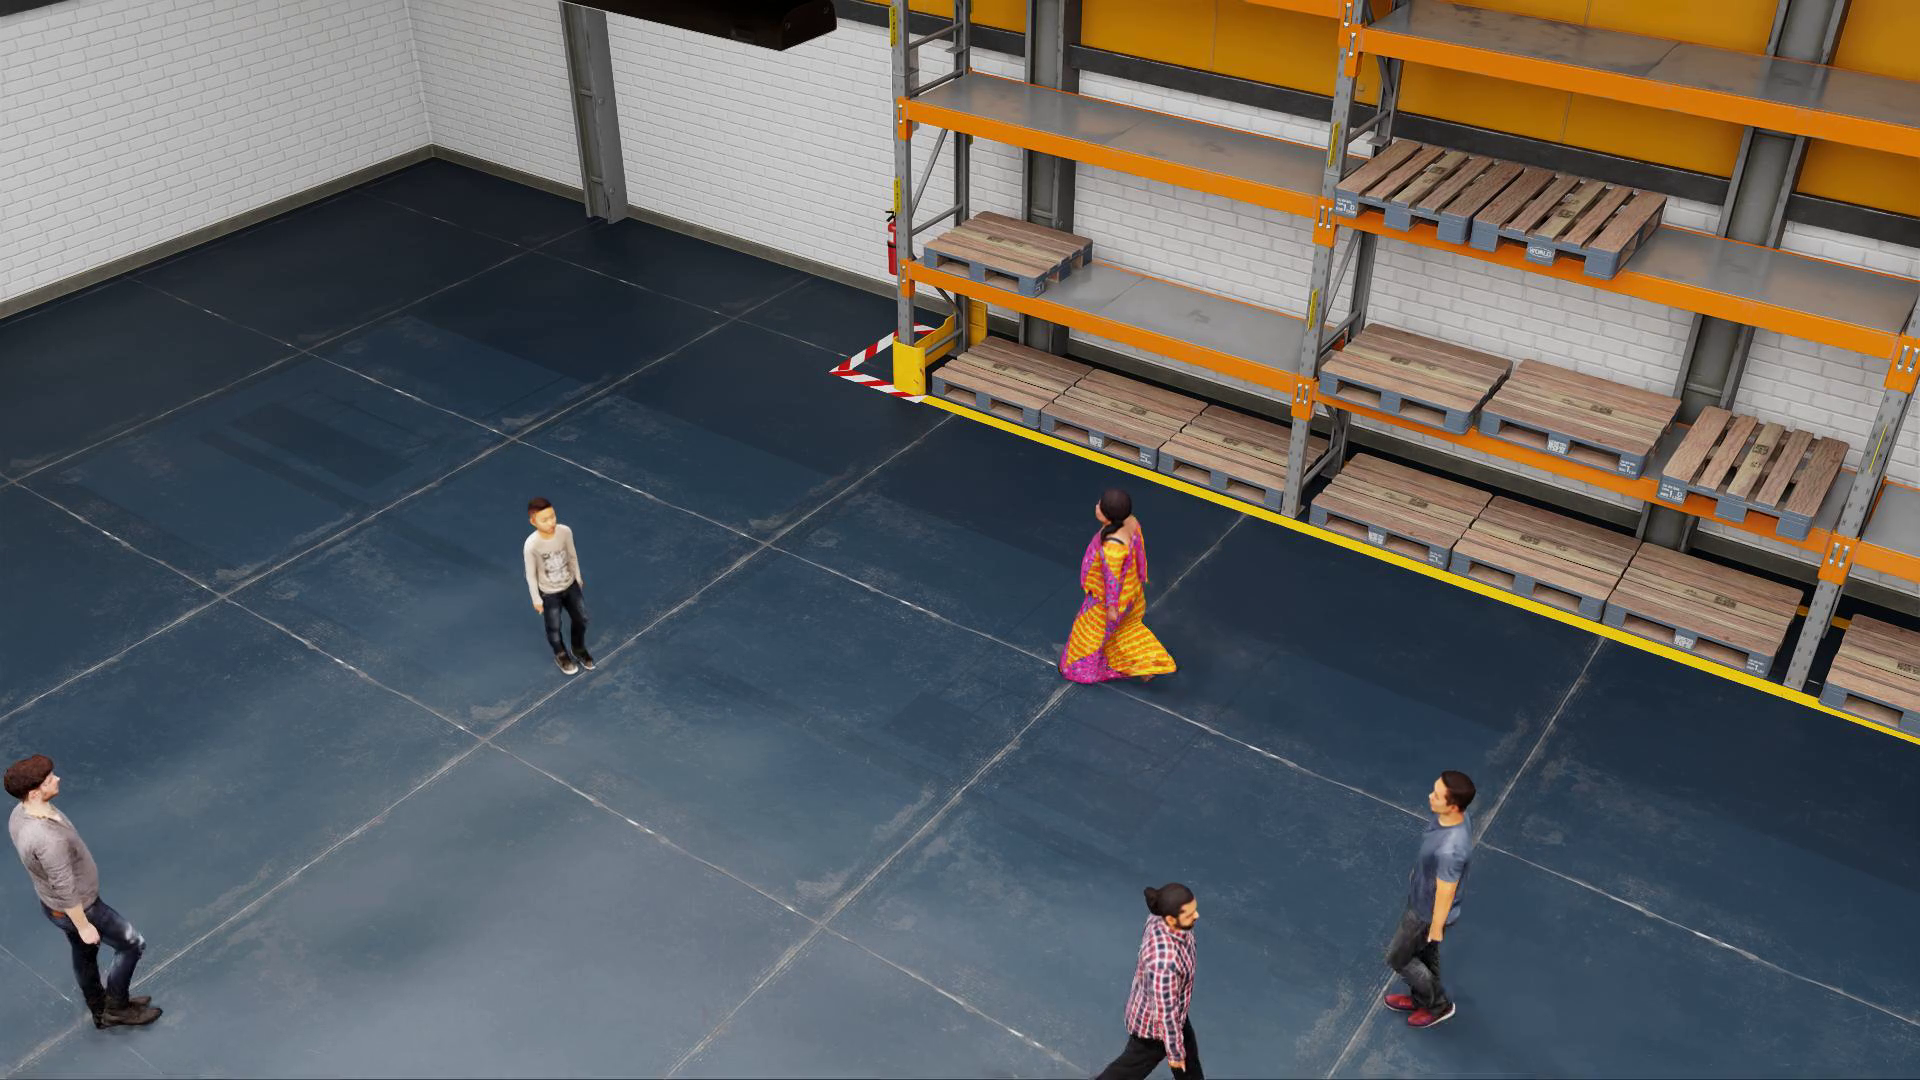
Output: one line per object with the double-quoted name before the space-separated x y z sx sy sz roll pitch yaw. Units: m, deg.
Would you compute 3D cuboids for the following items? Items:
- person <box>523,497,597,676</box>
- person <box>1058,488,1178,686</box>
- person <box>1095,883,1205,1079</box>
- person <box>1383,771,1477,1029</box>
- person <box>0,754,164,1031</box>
"person" -2.917 0.301 11.881 0.635 1.456 0.603 -25 41 -32
"person" 1.123 0.349 11.631 1.156 1.653 0.789 13 36 19
"person" 0.939 2.402 8.477 1.234 1.726 0.985 8 34 11
"person" 2.668 1.979 9.049 0.772 1.798 0.751 9 35 13
"person" -4.858 1.982 8.954 0.832 1.897 0.654 -25 41 -33
